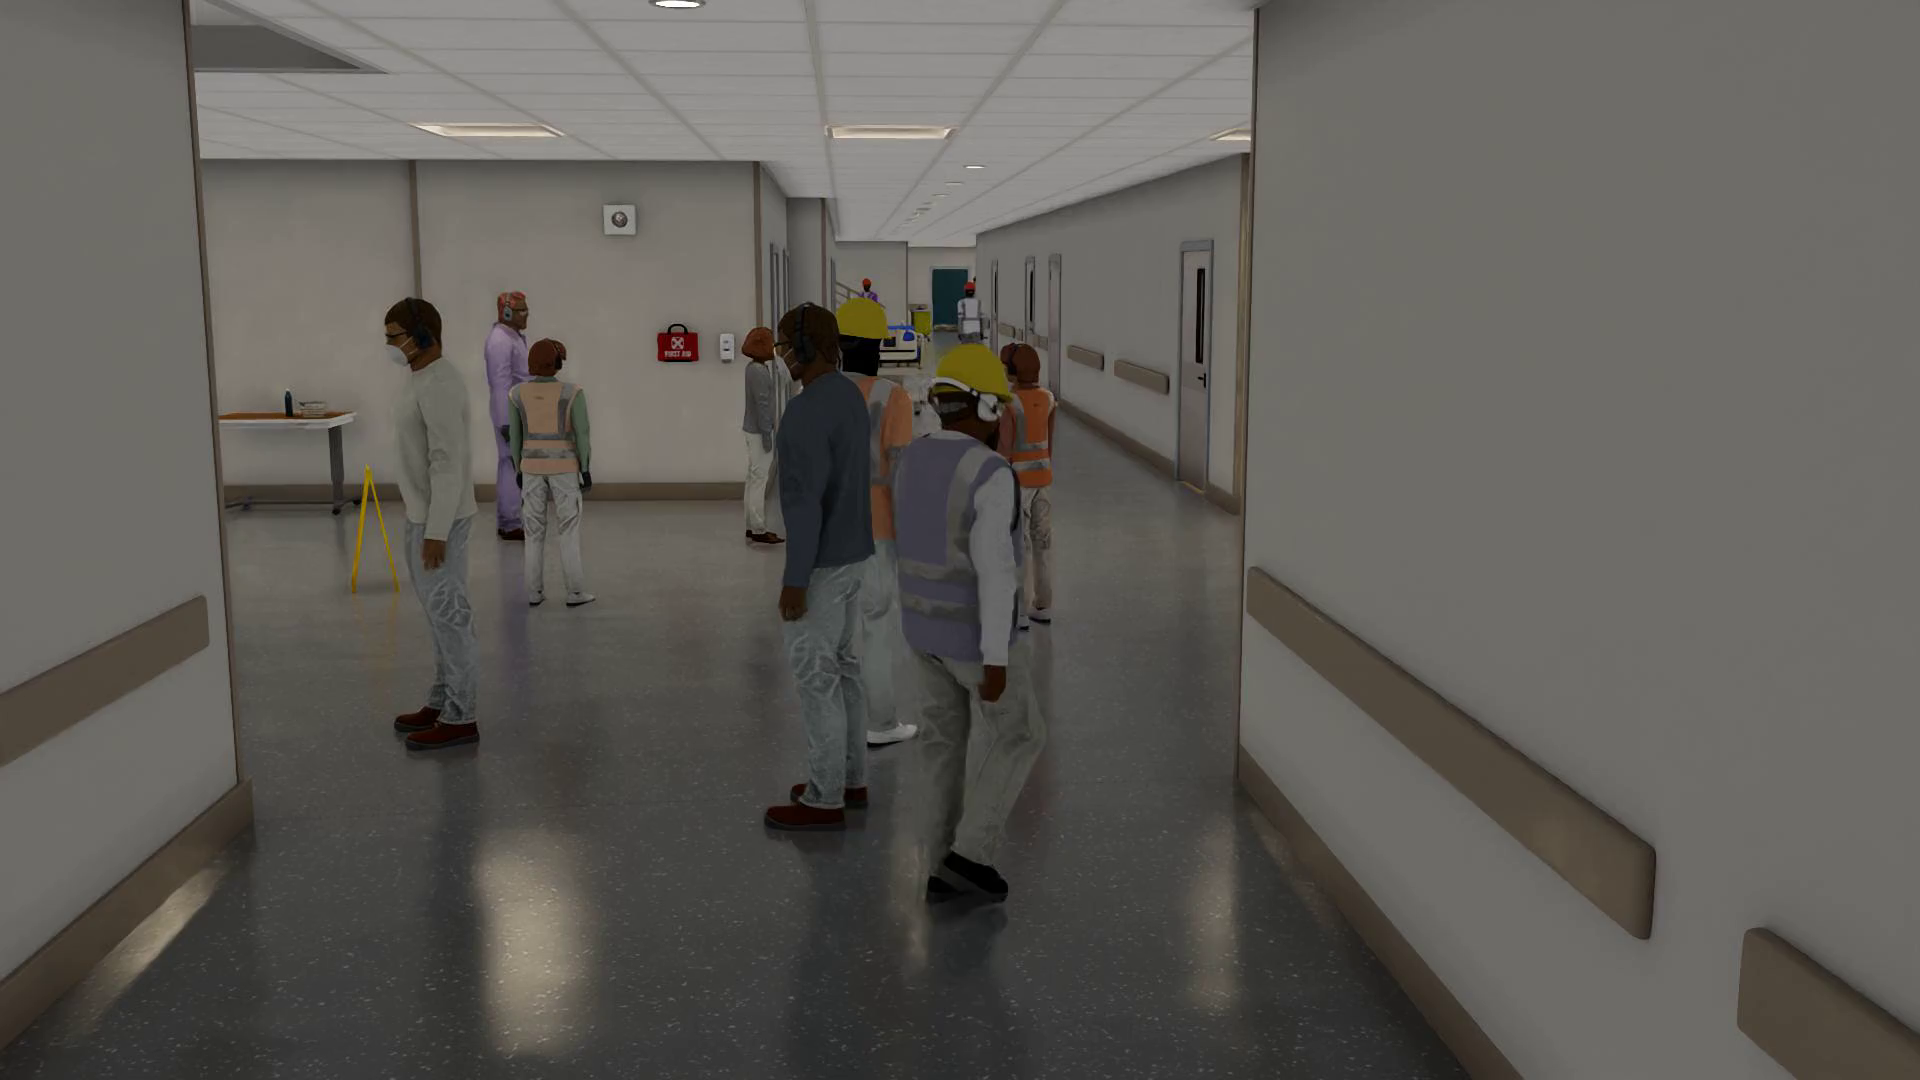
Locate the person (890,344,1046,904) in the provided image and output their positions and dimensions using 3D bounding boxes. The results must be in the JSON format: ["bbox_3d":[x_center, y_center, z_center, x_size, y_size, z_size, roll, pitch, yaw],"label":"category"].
[{"bbox_3d":[0.023,0.281,5.323,0.432,1.805,0.592,-8,12,-40],"label":"person"}]

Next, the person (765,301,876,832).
[{"bbox_3d":[-0.504,0.095,6.127,0.374,1.928,0.639,2,9,11],"label":"person"}]

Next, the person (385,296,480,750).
[{"bbox_3d":[-2.270,-0.073,7.153,0.373,1.935,0.628,-4,10,-24],"label":"person"}]

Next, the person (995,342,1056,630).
[{"bbox_3d":[0.359,-0.306,9.529,0.313,1.642,0.513,8,12,39],"label":"person"}]

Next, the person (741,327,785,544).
[{"bbox_3d":[-1.502,-0.790,12.591,0.279,1.634,0.499,-2,9,-15],"label":"person"}]

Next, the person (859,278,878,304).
[{"bbox_3d":[-2.429,-5.885,43.626,0.545,1.939,0.374,4,10,26],"label":"person"}]

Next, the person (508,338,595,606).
[{"bbox_3d":[-2.497,-0.406,10.161,0.514,1.641,0.308,1,9,8],"label":"person"}]

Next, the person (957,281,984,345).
[{"bbox_3d":[0.232,-4.148,32.853,0.551,1.910,0.848,-2,9,-11],"label":"person"}]

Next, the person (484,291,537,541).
[{"bbox_3d":[-3.413,-0.953,12.768,0.403,1.905,0.651,-1,9,-9],"label":"person"}]

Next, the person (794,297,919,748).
[{"bbox_3d":[-0.436,-0.072,7.161,0.594,1.926,0.367,5,10,27],"label":"person"}]
